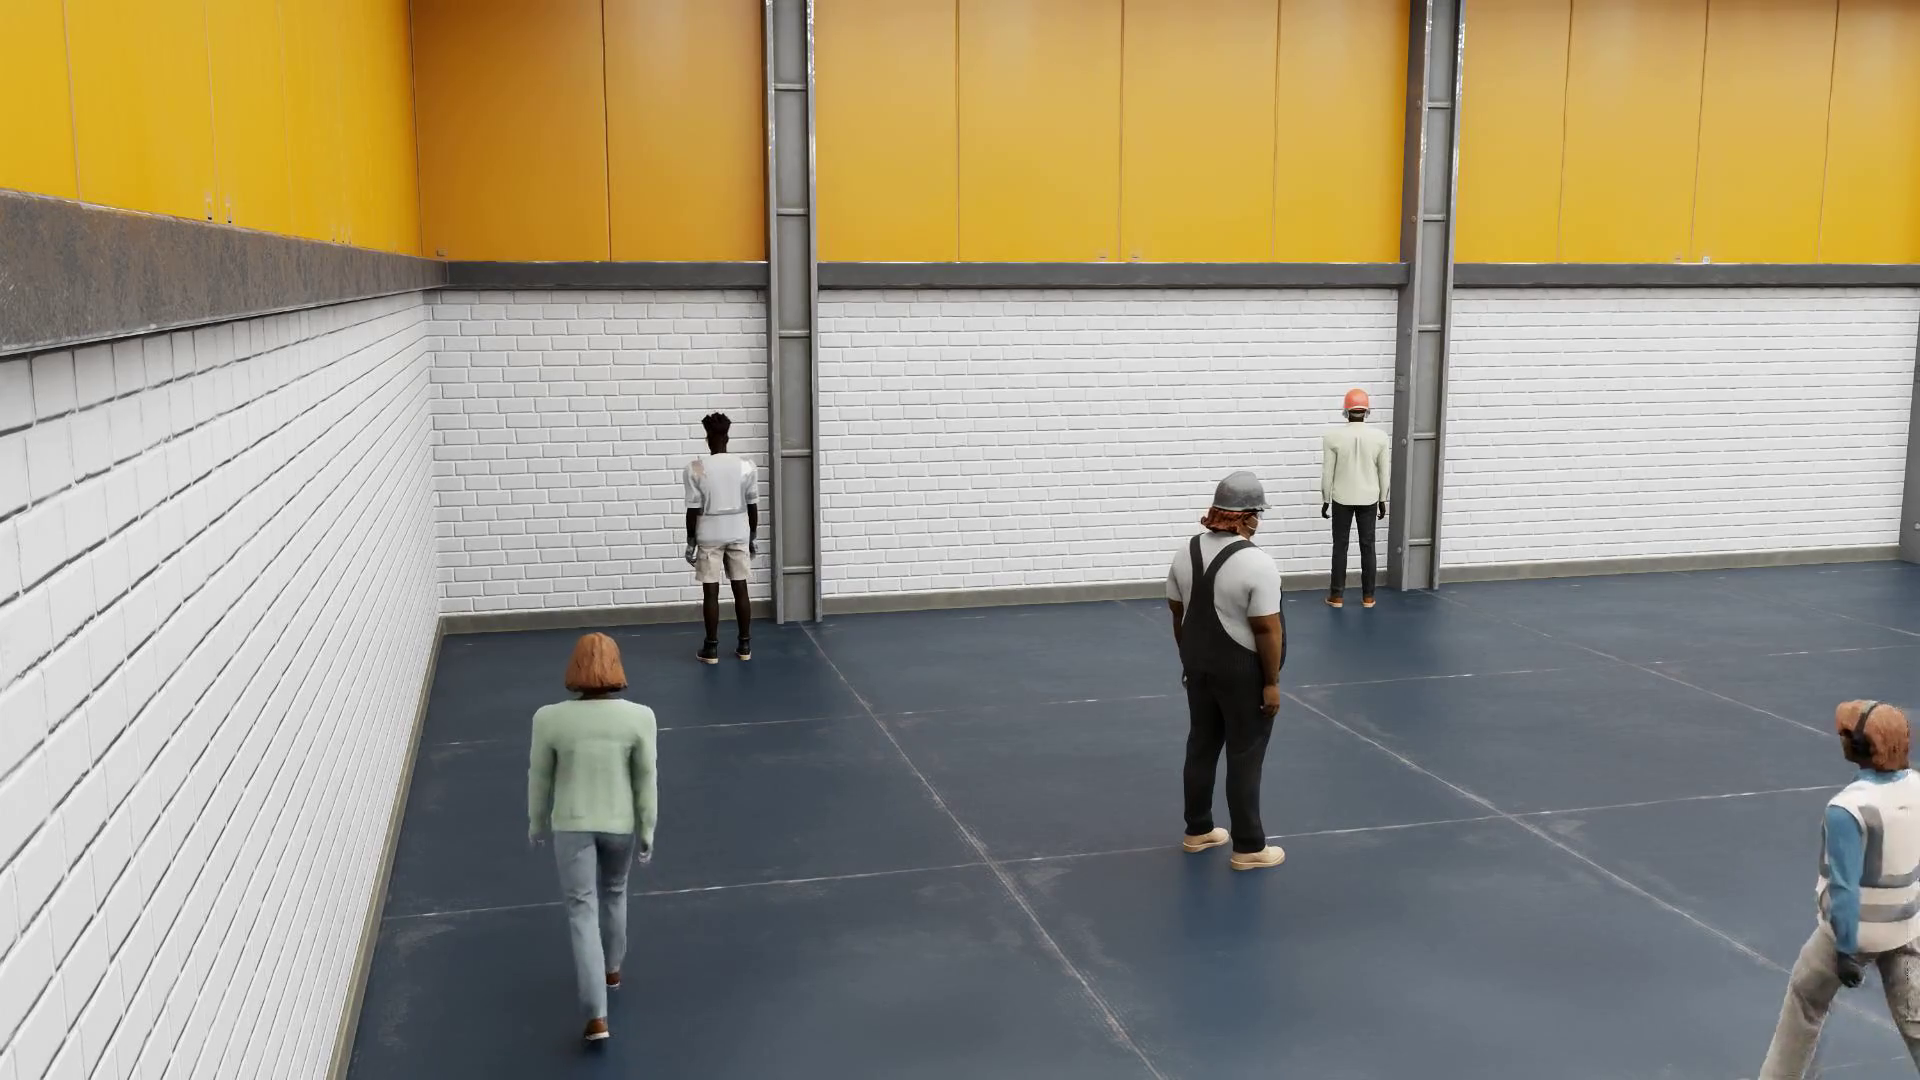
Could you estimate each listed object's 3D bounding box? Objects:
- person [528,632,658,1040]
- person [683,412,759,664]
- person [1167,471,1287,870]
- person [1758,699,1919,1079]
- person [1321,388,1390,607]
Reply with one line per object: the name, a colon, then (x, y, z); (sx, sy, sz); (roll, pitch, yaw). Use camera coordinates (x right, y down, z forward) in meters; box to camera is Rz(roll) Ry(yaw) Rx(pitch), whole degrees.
person: (-1.473, 1.167, 6.730); (0.506, 1.592, 0.845); (-3, 10, -18)
person: (-1.859, -0.018, 12.966); (0.604, 1.965, 0.367); (-4, 10, -24)
person: (1.428, 0.650, 8.567); (0.538, 2.000, 0.689); (-7, 11, -36)
person: (3.138, 1.333, 5.680); (0.506, 1.596, 0.876); (-4, 10, -25)
person: (3.579, -0.374, 15.093); (0.612, 1.997, 0.375); (1, 9, 4)
